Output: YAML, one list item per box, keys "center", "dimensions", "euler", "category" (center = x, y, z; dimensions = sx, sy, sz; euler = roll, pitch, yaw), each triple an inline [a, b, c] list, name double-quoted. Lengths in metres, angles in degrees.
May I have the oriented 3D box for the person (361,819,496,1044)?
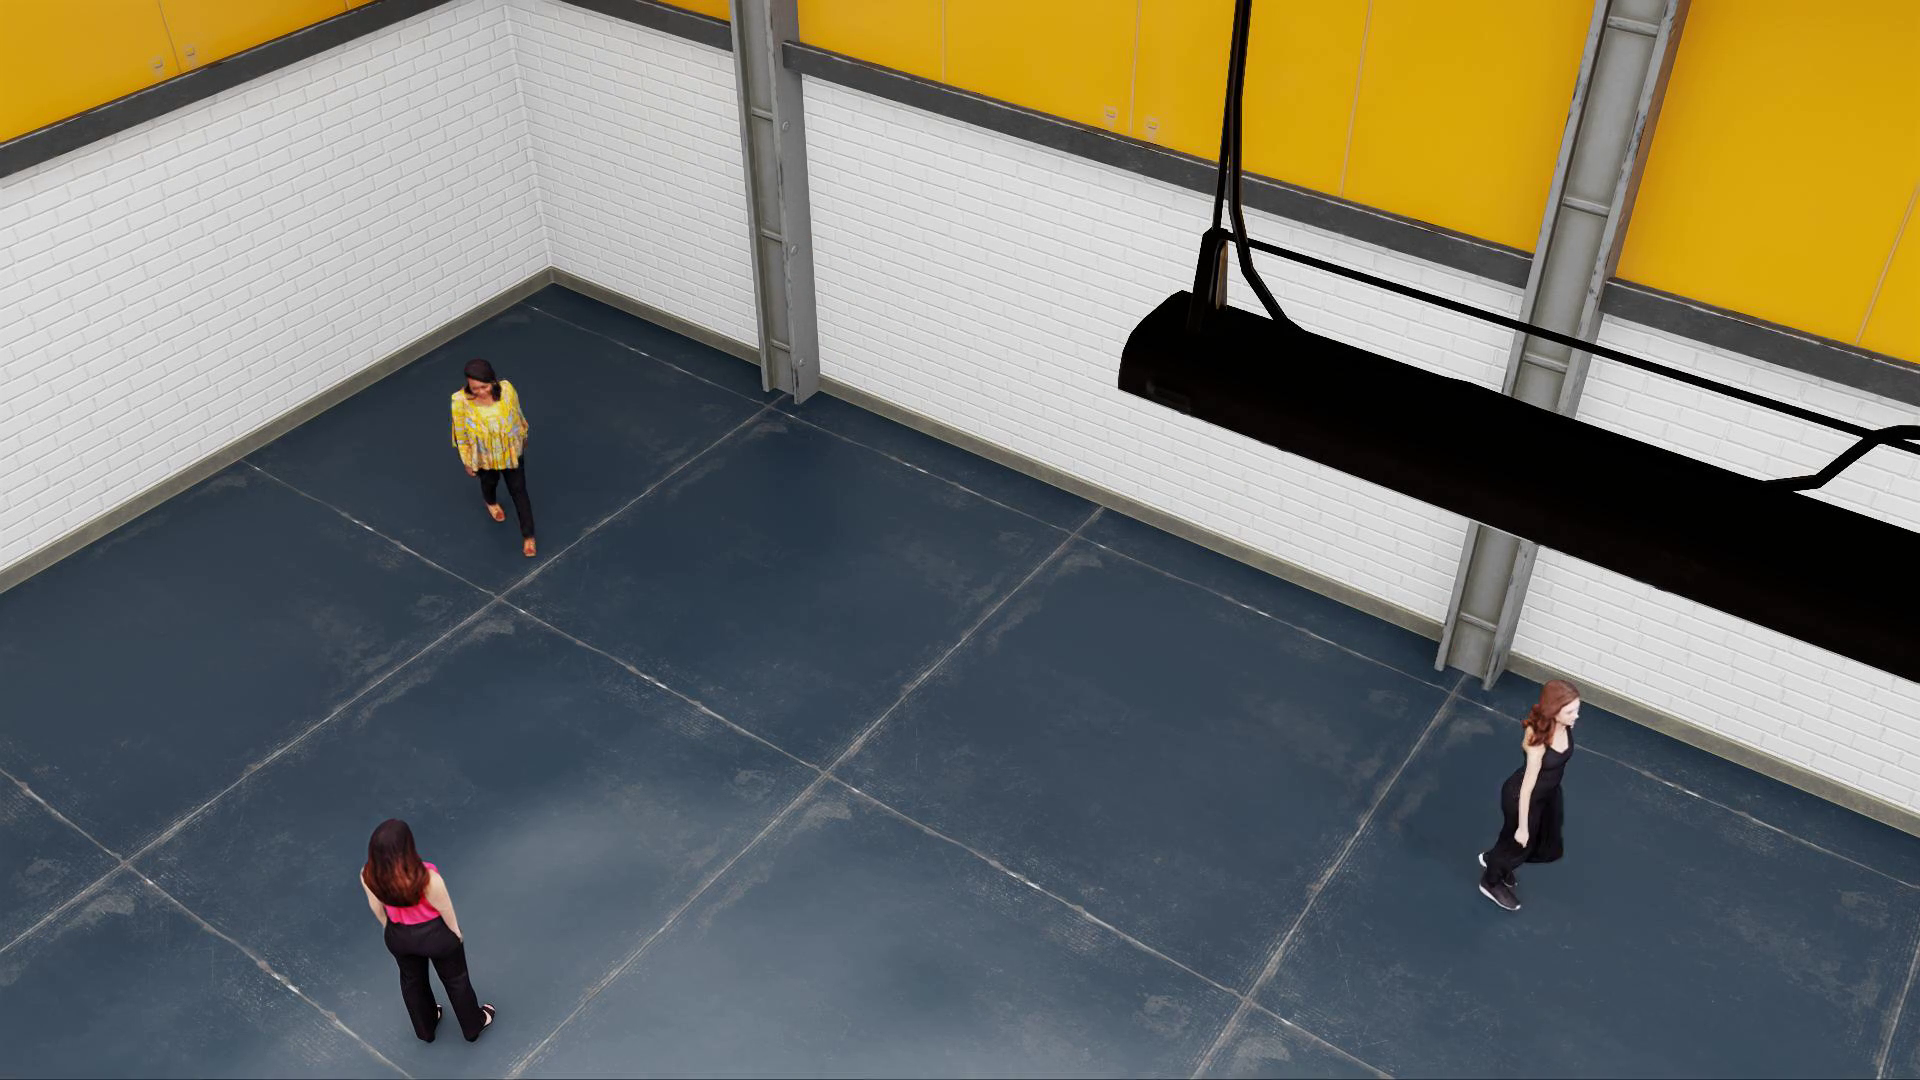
- center: [-2.774, 2.031, 8.600]
  dimensions: [0.609, 1.660, 0.717]
  euler: [3, 39, 4]
  category: "person"

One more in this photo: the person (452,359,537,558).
- center: [-3.387, -0.682, 12.046]
  dimensions: [1.016, 1.600, 1.194]
  euler: [-21, 43, -25]
  category: "person"

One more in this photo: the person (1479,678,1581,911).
- center: [3.132, 1.392, 9.342]
  dimensions: [0.672, 1.734, 0.728]
  euler: [-31, 48, -33]
  category: "person"
